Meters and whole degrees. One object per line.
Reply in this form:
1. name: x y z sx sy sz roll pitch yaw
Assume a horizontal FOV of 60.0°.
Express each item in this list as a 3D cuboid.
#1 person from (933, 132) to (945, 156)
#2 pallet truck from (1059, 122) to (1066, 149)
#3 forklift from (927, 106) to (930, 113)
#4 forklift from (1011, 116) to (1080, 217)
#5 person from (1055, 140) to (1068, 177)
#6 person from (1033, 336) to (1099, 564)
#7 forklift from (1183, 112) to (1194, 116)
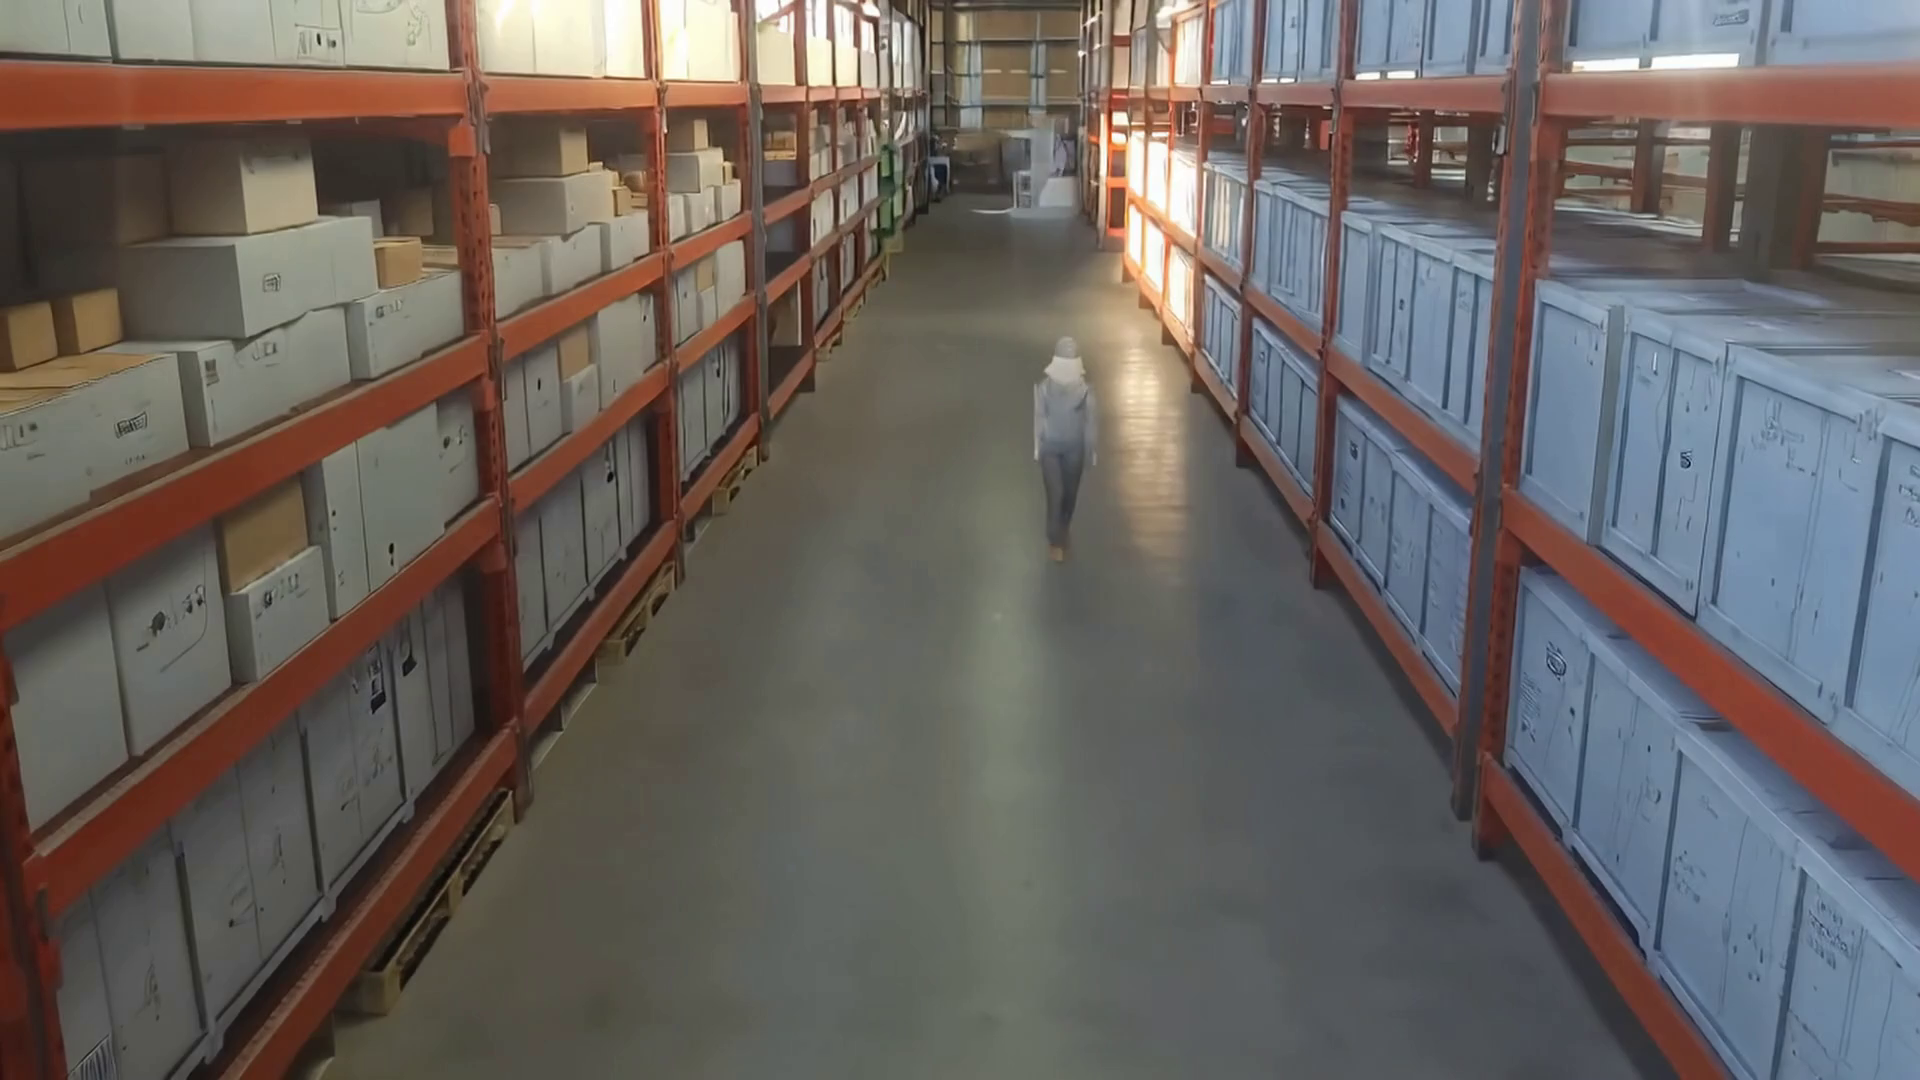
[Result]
1. person: -0.932 -15.949 68.918 0.633 1.938 0.356 4 16 14
2. pallet truck: 5.788 -21.111 88.014 1.885 1.965 0.823 5 16 18
3. forklift: -2.001 -20.667 84.687 1.129 2.768 1.873 0 15 2
4. forklift: 2.483 -10.731 47.716 1.873 2.768 1.129 3 15 9
5. person: 3.530 -12.739 57.019 1.027 1.922 0.593 -5 16 -17
6. person: 0.805 -0.745 12.806 0.496 1.705 0.884 0 15 -1
7. forklift: 8.068 -13.489 57.981 1.129 2.768 1.873 0 15 1
